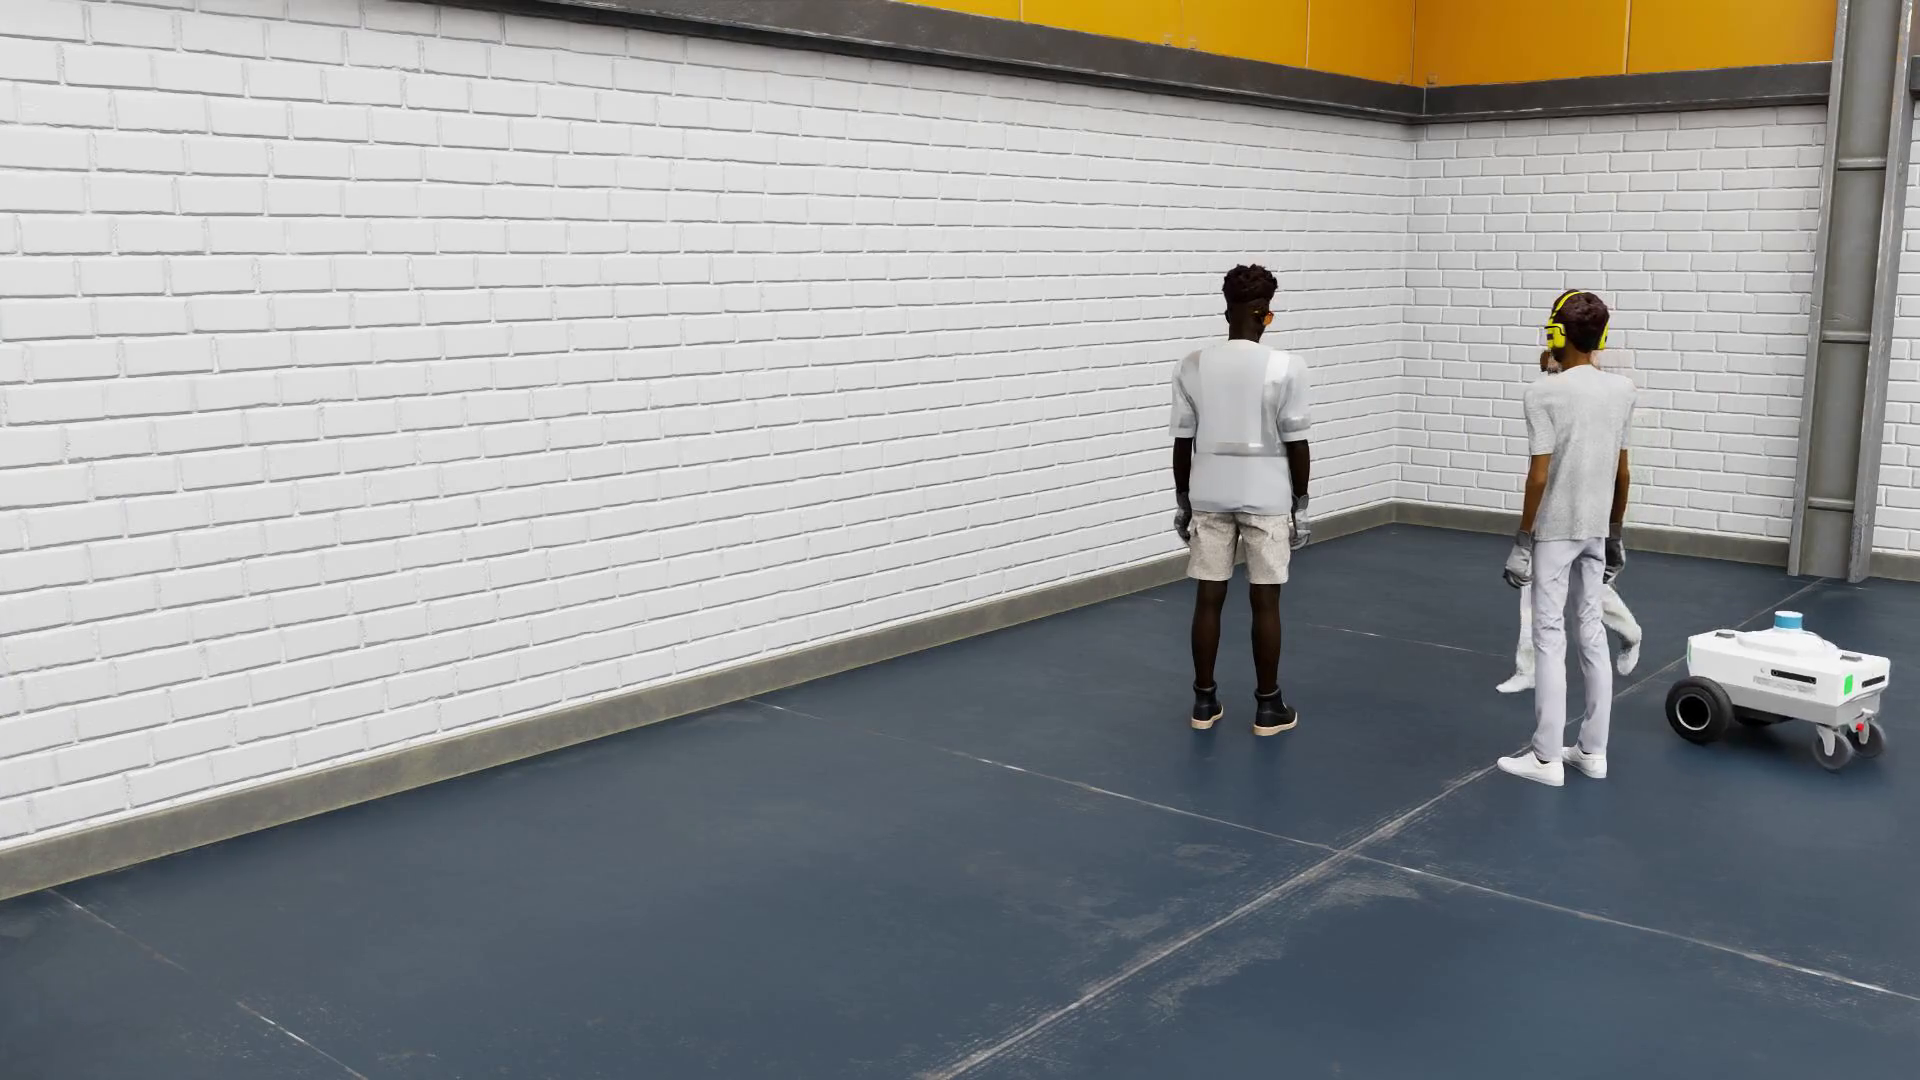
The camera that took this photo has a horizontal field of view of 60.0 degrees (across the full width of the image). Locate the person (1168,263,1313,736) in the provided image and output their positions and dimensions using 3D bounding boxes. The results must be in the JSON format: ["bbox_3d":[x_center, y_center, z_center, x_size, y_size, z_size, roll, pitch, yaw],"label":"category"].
[{"bbox_3d":[1.175,-0.163,6.940,0.602,1.958,0.381,5,11,26],"label":"person"}]

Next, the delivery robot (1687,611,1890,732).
[{"bbox_3d":[3.324,0.531,6.699,0.477,0.478,0.707,-7,13,-35],"label":"delivery robot"}]

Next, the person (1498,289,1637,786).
[{"bbox_3d":[2.296,-0.004,6.295,0.534,1.868,0.310,-4,11,-22],"label":"person"}]

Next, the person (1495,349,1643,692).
[{"bbox_3d":[2.845,-0.106,7.632,0.765,1.612,0.518,-5,11,-27],"label":"person"}]
